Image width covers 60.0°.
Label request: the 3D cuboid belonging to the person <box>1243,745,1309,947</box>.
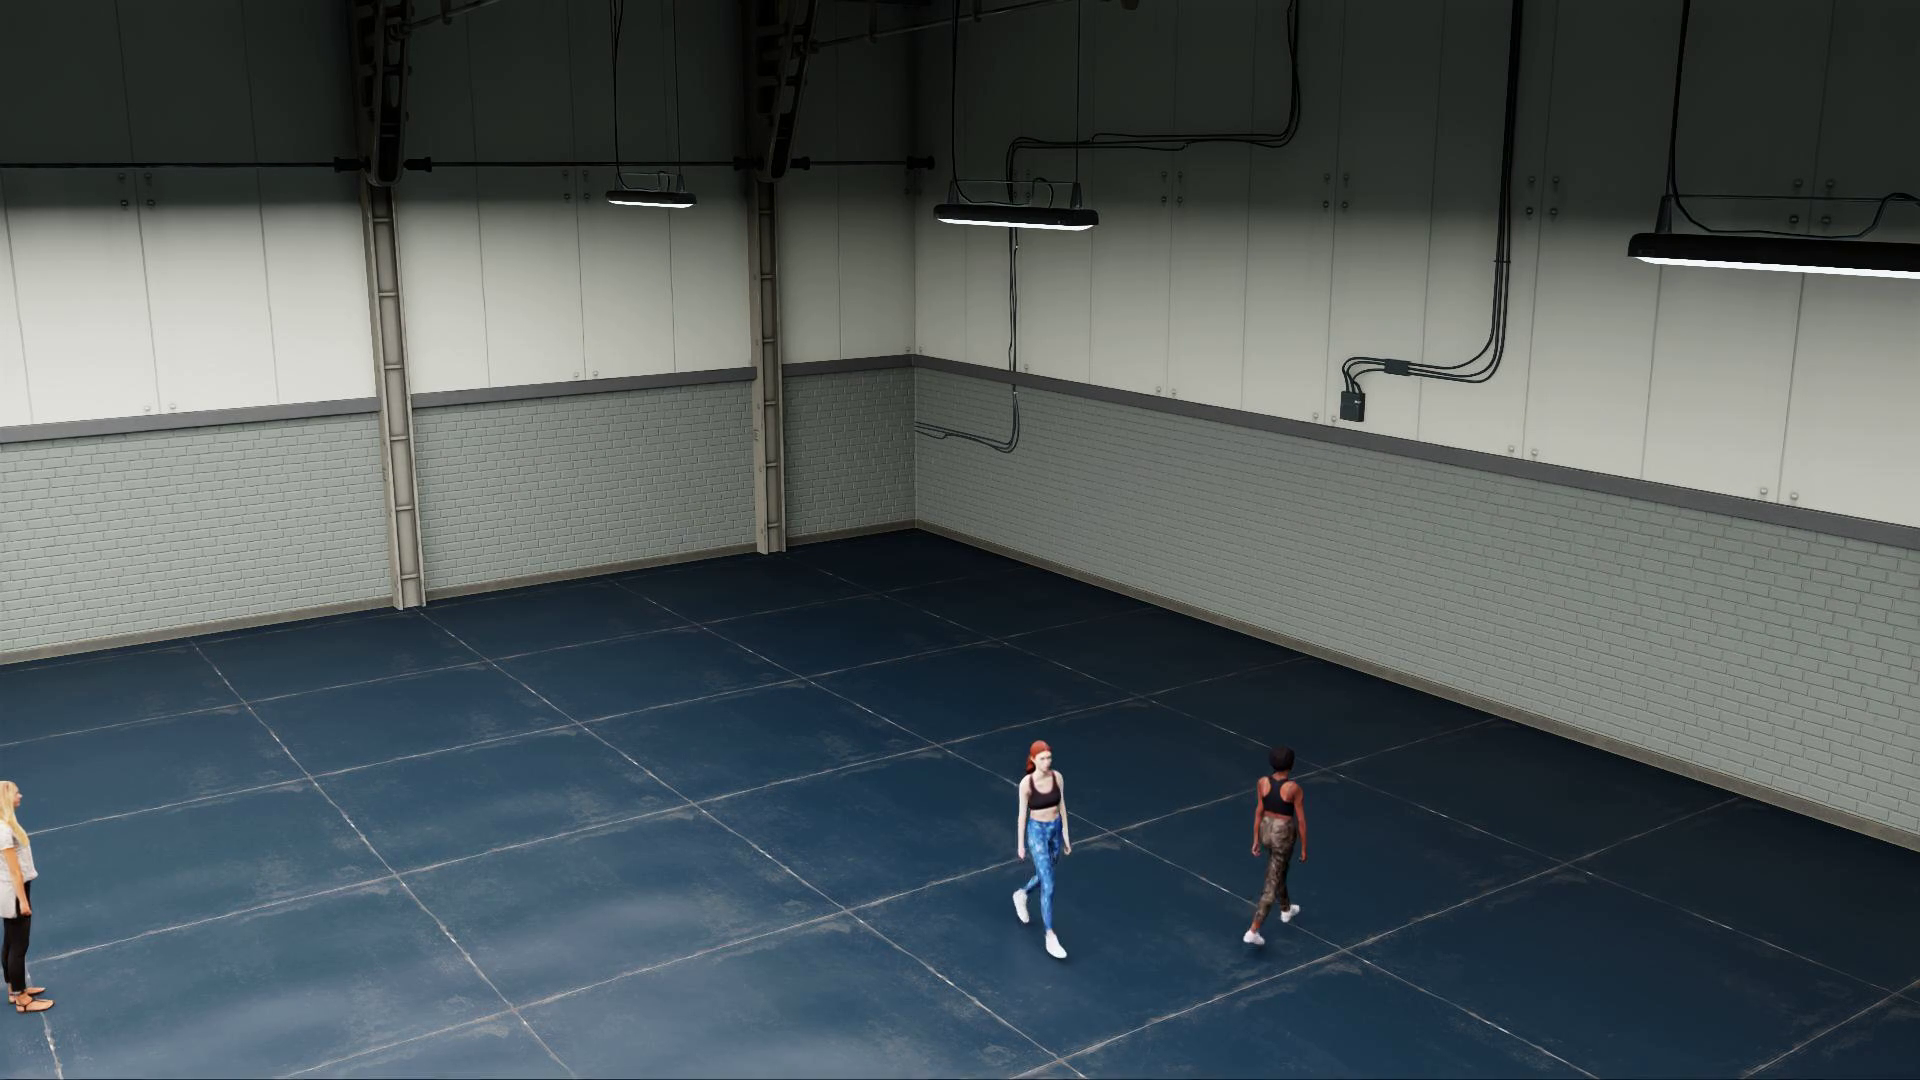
[{"bbox_3d":[2.587,2.558,13.773,0.819,1.650,1.244,11,17,39],"label":"person"}]

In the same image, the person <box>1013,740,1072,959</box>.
[{"bbox_3d":[0.659,2.498,13.801,1.088,1.755,0.676,-8,15,-30],"label":"person"}]

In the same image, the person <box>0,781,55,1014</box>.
[{"bbox_3d":[-7.246,2.711,12.723,0.532,1.825,0.610,-10,17,-38],"label":"person"}]
